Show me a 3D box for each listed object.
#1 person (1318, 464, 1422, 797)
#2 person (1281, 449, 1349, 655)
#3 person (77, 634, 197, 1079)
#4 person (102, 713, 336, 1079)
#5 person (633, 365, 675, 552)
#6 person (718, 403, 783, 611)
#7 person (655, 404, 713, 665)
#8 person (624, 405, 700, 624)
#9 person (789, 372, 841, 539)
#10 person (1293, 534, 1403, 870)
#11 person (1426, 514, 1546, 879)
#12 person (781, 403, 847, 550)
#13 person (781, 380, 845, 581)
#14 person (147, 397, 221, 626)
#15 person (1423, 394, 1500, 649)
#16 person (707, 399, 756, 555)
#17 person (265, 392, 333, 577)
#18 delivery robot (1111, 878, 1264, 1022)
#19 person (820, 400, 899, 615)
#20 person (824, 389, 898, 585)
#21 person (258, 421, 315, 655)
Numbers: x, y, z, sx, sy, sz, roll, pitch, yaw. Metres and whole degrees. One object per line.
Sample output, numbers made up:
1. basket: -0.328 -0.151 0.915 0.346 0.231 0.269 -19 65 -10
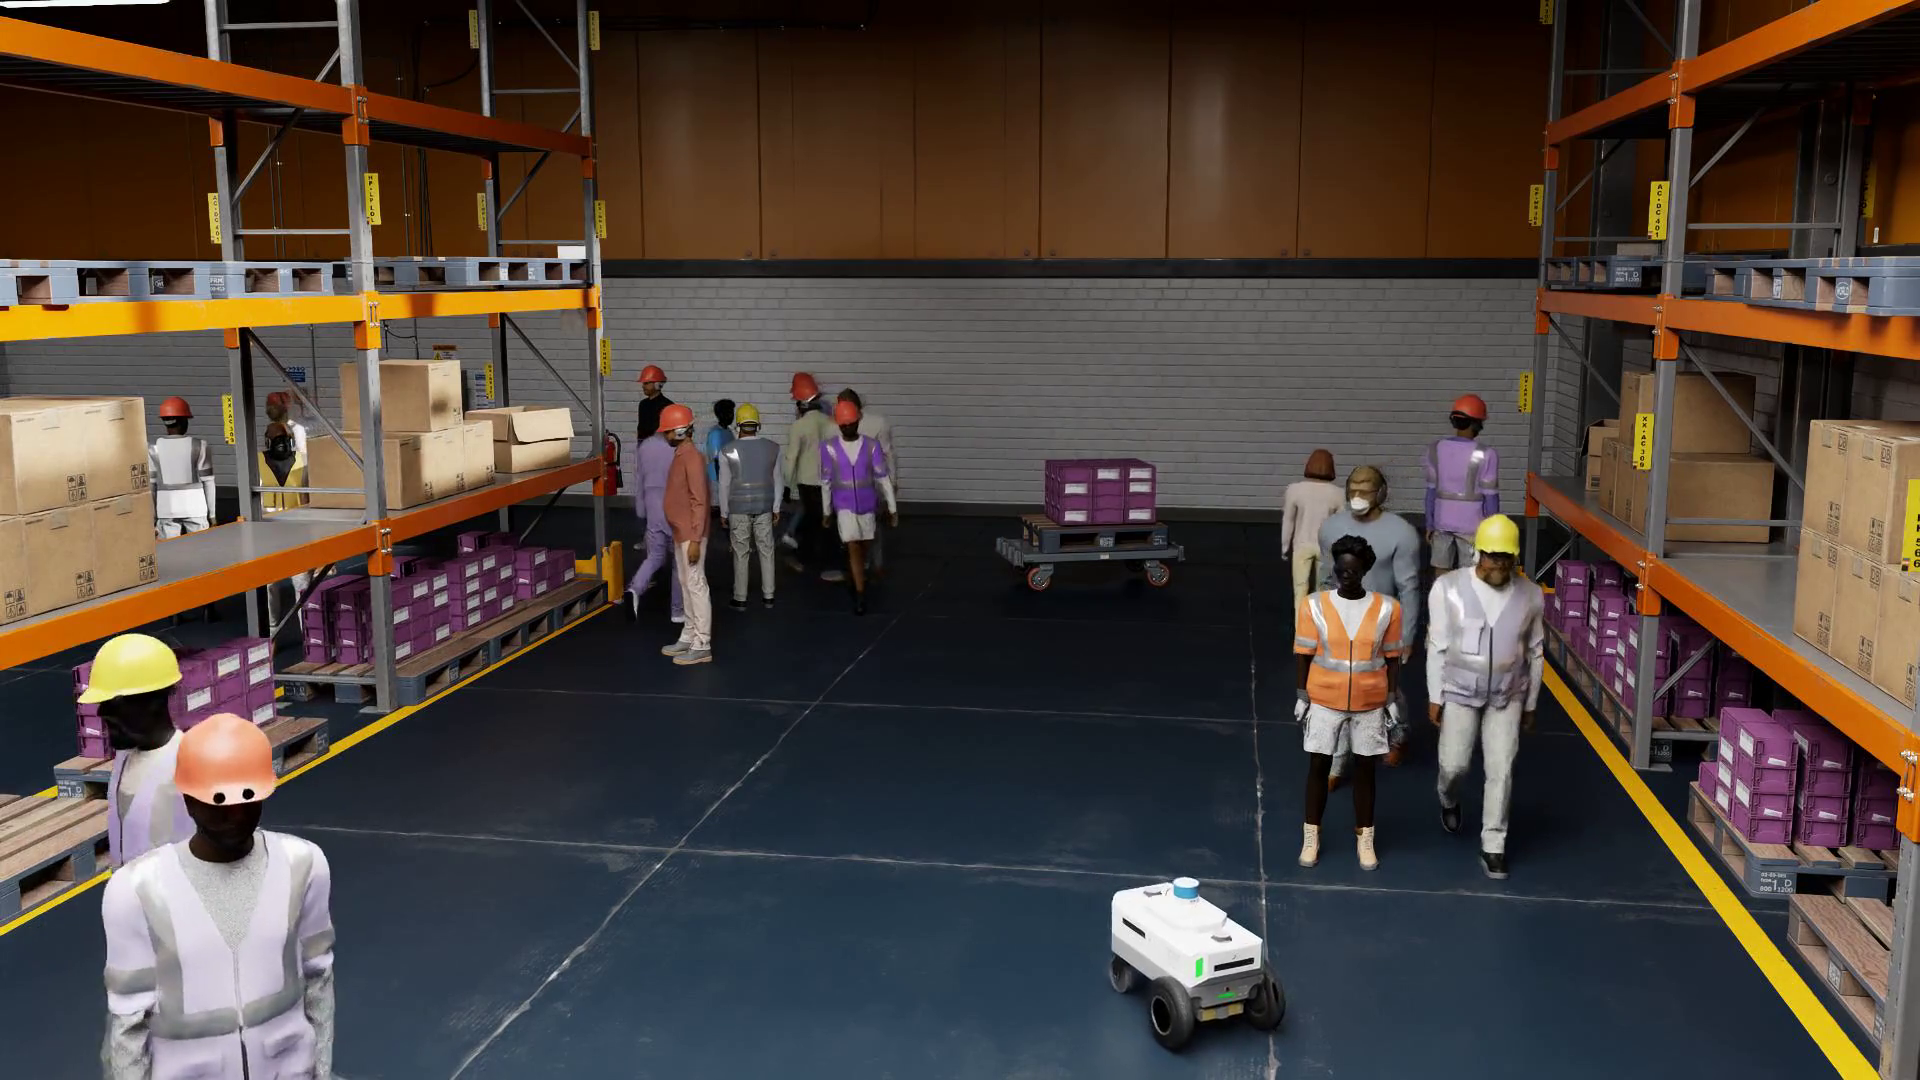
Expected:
1. person: 2.394 0.490 9.674 0.636 1.913 0.902 7 11 36
2. person: 2.783 0.086 13.064 0.506 1.603 0.757 1 9 9
3. person: -2.433 1.208 5.265 0.600 1.895 0.907 7 11 36
4. person: -1.878 1.357 4.258 0.562 1.924 0.699 -7 11 -36
5. person: -3.231 -0.860 17.689 0.610 1.996 0.386 8 12 41
6. person: -1.854 -0.289 14.672 0.588 1.833 0.404 -4 10 -25
7. person: -2.099 -0.045 12.700 0.401 1.984 0.612 -3 10 -20
8. person: -2.474 -0.183 13.893 0.696 1.875 0.701 5 10 29
9. person: -1.572 -0.942 18.580 0.576 1.875 0.957 -9 13 -44
10. person: 1.933 0.807 8.317 0.541 1.698 0.315 1 9 9
11. person: 2.630 0.743 8.374 0.588 1.807 0.650 1 9 7
12. person: -1.585 -0.674 17.792 0.674 1.618 0.556 -8 12 -42
13. person: -1.457 -0.582 16.200 1.039 1.933 0.623 8 12 42
14. person: -6.568 -0.237 14.046 0.543 1.932 0.376 -3 10 -17
15. person: 3.927 -0.118 13.003 0.389 2.038 0.611 -9 13 -43
16. person: -2.538 -0.654 17.412 0.682 1.669 0.538 1 9 8
17. person: -6.535 -0.503 15.987 0.991 1.828 0.606 -9 13 -43
18. delivery robot: 0.901 1.599 6.666 0.477 0.478 0.707 -4 10 -24
19. person: -0.895 -0.307 14.687 0.664 1.871 1.018 -1 9 -9
20. person: -0.950 -0.513 15.915 0.656 1.878 0.700 2 9 11
21. person: -5.278 -0.018 13.010 0.625 1.836 0.429 -4 10 -25
